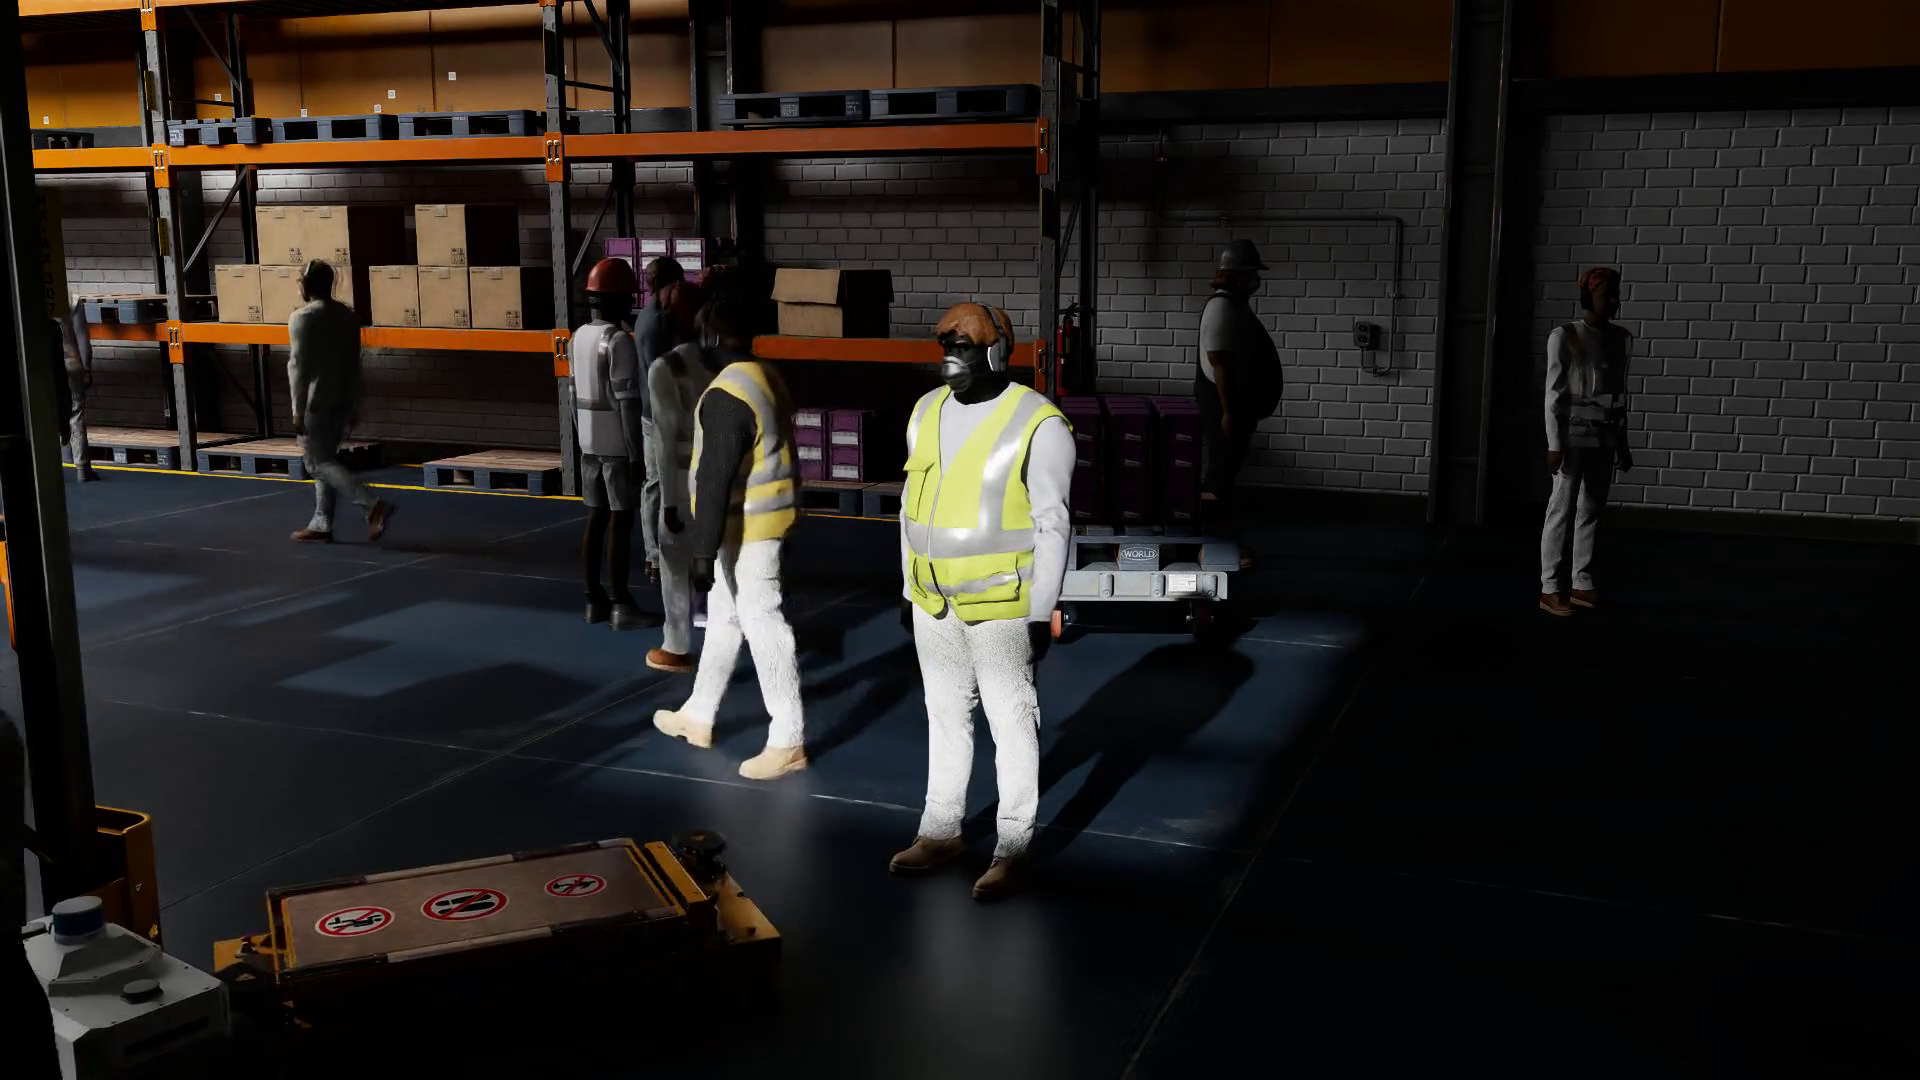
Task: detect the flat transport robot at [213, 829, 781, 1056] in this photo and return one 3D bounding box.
[{"bbox_3d":[-1.277,1.077,4.588,1.431,0.197,0.652,-5,11,-24],"label":"flat transport robot"}]

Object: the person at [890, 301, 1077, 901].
[{"bbox_3d":[0.044,0.187,5.173,0.619,1.845,0.430,8,13,39],"label":"person"}]

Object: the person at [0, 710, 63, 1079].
[{"bbox_3d":[-1.353,0.791,1.950,0.572,1.807,0.888,4,11,22],"label":"person"}]

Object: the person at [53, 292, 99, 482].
[{"bbox_3d":[-7.588,-1.434,13.934,0.601,1.940,0.396,-3,11,-17],"label":"person"}]

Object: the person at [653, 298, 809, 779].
[{"bbox_3d":[-0.934,-0.015,6.408,0.775,1.798,0.701,1,10,5],"label":"person"}]

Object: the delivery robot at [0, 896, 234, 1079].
[{"bbox_3d":[-1.957,1.043,3.728,0.707,0.478,0.477,8,13,36],"label":"delivery robot"}]

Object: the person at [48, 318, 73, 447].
[{"bbox_3d":[-5.849,-0.770,10.238,0.615,1.934,1.068,-1,10,-4],"label":"person"}]

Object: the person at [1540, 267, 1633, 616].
[{"bbox_3d":[3.422,-0.531,9.057,0.574,1.883,0.355,-5,11,-25],"label":"person"}]

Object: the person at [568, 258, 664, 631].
[{"bbox_3d":[-1.802,-0.497,8.716,0.370,1.935,0.552,-9,14,-42],"label":"person"}]

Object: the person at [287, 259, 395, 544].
[{"bbox_3d":[-4.127,-0.891,10.980,0.768,1.916,0.636,2,10,13],"label":"person"}]

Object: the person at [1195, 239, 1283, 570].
[{"bbox_3d":[1.743,-0.850,10.393,0.536,2.000,0.673,2,10,12],"label":"person"}]

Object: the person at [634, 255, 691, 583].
[{"bbox_3d":[-1.762,-0.715,9.925,0.370,1.940,0.627,-2,10,-13],"label":"person"}]

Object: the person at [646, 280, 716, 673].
[{"bbox_3d":[-1.153,-0.261,7.630,0.793,1.853,0.568,9,13,40],"label":"person"}]

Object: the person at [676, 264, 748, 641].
[{"bbox_3d":[-1.203,-0.443,8.500,0.406,1.910,0.639,-5,11,-24],"label":"person"}]
